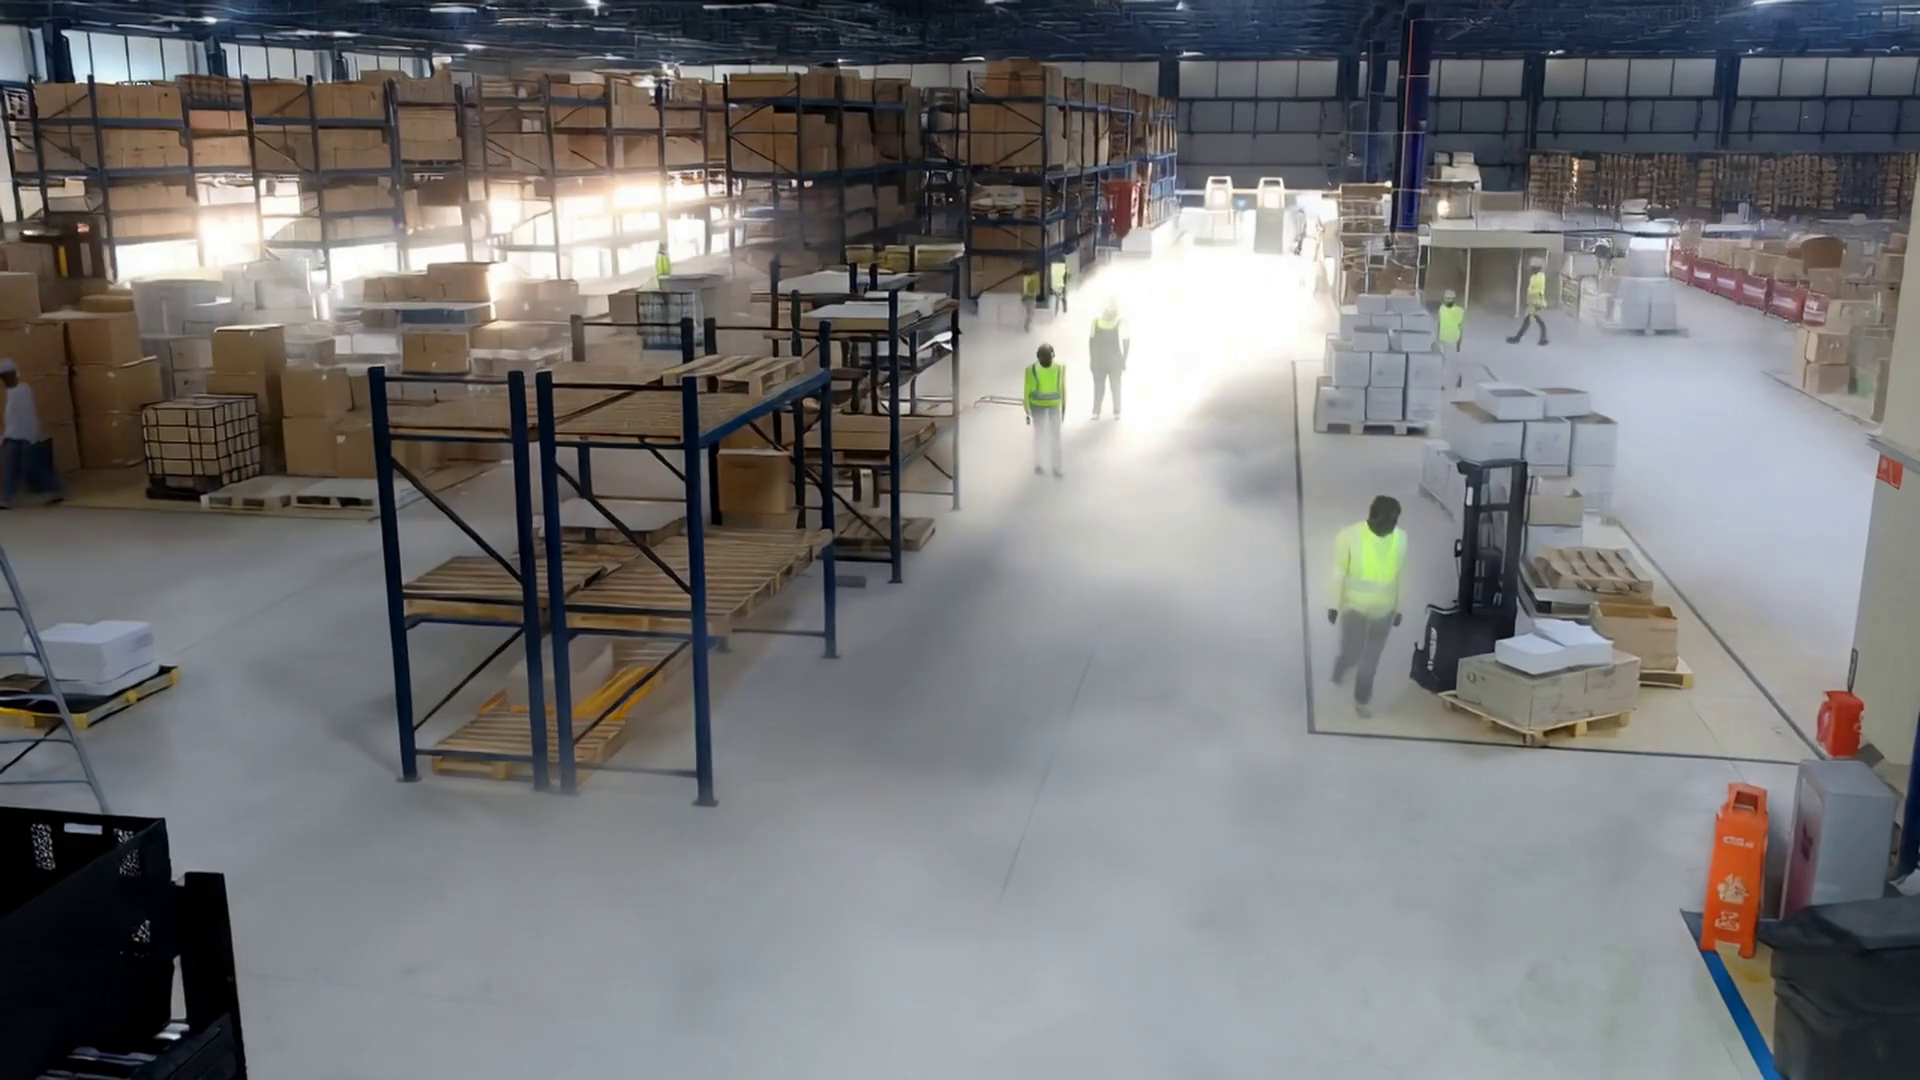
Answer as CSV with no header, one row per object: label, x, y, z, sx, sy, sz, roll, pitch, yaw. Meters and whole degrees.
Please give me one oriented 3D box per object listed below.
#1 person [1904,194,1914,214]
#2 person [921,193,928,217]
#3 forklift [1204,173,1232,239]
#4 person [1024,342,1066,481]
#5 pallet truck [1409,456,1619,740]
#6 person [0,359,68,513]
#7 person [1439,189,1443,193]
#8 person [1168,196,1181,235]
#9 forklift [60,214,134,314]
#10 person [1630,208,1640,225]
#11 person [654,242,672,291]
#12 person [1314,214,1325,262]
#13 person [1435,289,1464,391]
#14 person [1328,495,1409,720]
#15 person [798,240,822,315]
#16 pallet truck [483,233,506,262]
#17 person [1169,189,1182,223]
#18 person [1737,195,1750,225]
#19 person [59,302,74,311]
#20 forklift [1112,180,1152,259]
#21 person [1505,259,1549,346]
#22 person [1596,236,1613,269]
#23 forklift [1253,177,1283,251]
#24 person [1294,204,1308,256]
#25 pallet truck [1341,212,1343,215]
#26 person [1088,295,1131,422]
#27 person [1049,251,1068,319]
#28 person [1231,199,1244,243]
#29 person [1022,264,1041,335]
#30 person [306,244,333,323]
person,44.507,-15.441,78.017,0.390,1.850,0.565,-3,14,-11
person,-1.819,-16.980,84.100,0.567,1.926,0.400,2,14,9
forklift,11.066,-14.248,71.052,1.129,2.768,1.873,3,14,10
person,1.164,-1.716,22.326,0.588,1.831,0.983,-2,14,-9
pallet truck,4.504,0.400,13.395,0.823,1.965,1.885,-6,15,-23
person,-11.648,-1.297,20.562,0.987,1.861,0.582,-10,17,-36
person,23.459,-16.259,81.406,0.600,1.825,0.403,-1,14,-6
person,9.582,-14.484,74.366,0.548,1.733,0.819,2,14,8
forklift,-18.899,-5.642,36.109,1.873,2.768,1.129,3,14,10
person,26.593,-12.366,65.741,0.718,1.743,0.529,0,14,-1
person,-7.525,-6.633,42.272,0.429,1.844,0.622,1,14,2
person,12.834,-10.766,59.350,0.535,1.697,0.318,-12,18,-40
person,8.794,-3.584,29.878,0.643,1.853,0.534,-13,19,-43
person,3.246,0.524,13.258,0.654,1.823,0.496,-2,14,-9
person,-3.693,-6.385,40.988,0.605,1.986,0.411,-5,15,-20
pallet truck,-11.832,-7.026,43.548,1.885,1.965,0.823,8,16,28
person,9.993,-15.289,77.188,0.623,1.958,0.973,3,14,12
person,33.166,-13.624,70.445,0.402,1.944,0.605,-4,14,-14
person,-14.230,-2.850,26.713,0.366,1.939,0.635,-2,14,-8
forklift,6.082,-11.722,60.796,1.873,2.768,1.129,2,14,9
person,12.440,-5.169,36.232,1.008,1.879,0.563,1,14,3
person,18.798,-8.080,48.660,0.504,1.602,0.712,-1,14,-4
forklift,12.083,-12.747,64.956,1.129,2.768,1.873,3,14,10
person,12.774,-11.620,62.362,0.431,1.915,0.550,-7,15,-26
pallet truck,15.874,-13.227,70.310,0.680,1.201,1.601,10,17,35
person,2.370,-2.913,26.760,0.684,2.000,0.538,7,15,25
person,2.448,-6.340,41.415,0.547,1.685,0.322,9,17,33
person,11.598,-13.371,69.678,0.404,1.826,0.592,-10,17,-36
person,1.629,-5.520,38.179,0.396,1.621,0.543,-10,17,-36
person,-15.651,-6.273,40.678,0.587,1.911,0.397,-7,15,-26
